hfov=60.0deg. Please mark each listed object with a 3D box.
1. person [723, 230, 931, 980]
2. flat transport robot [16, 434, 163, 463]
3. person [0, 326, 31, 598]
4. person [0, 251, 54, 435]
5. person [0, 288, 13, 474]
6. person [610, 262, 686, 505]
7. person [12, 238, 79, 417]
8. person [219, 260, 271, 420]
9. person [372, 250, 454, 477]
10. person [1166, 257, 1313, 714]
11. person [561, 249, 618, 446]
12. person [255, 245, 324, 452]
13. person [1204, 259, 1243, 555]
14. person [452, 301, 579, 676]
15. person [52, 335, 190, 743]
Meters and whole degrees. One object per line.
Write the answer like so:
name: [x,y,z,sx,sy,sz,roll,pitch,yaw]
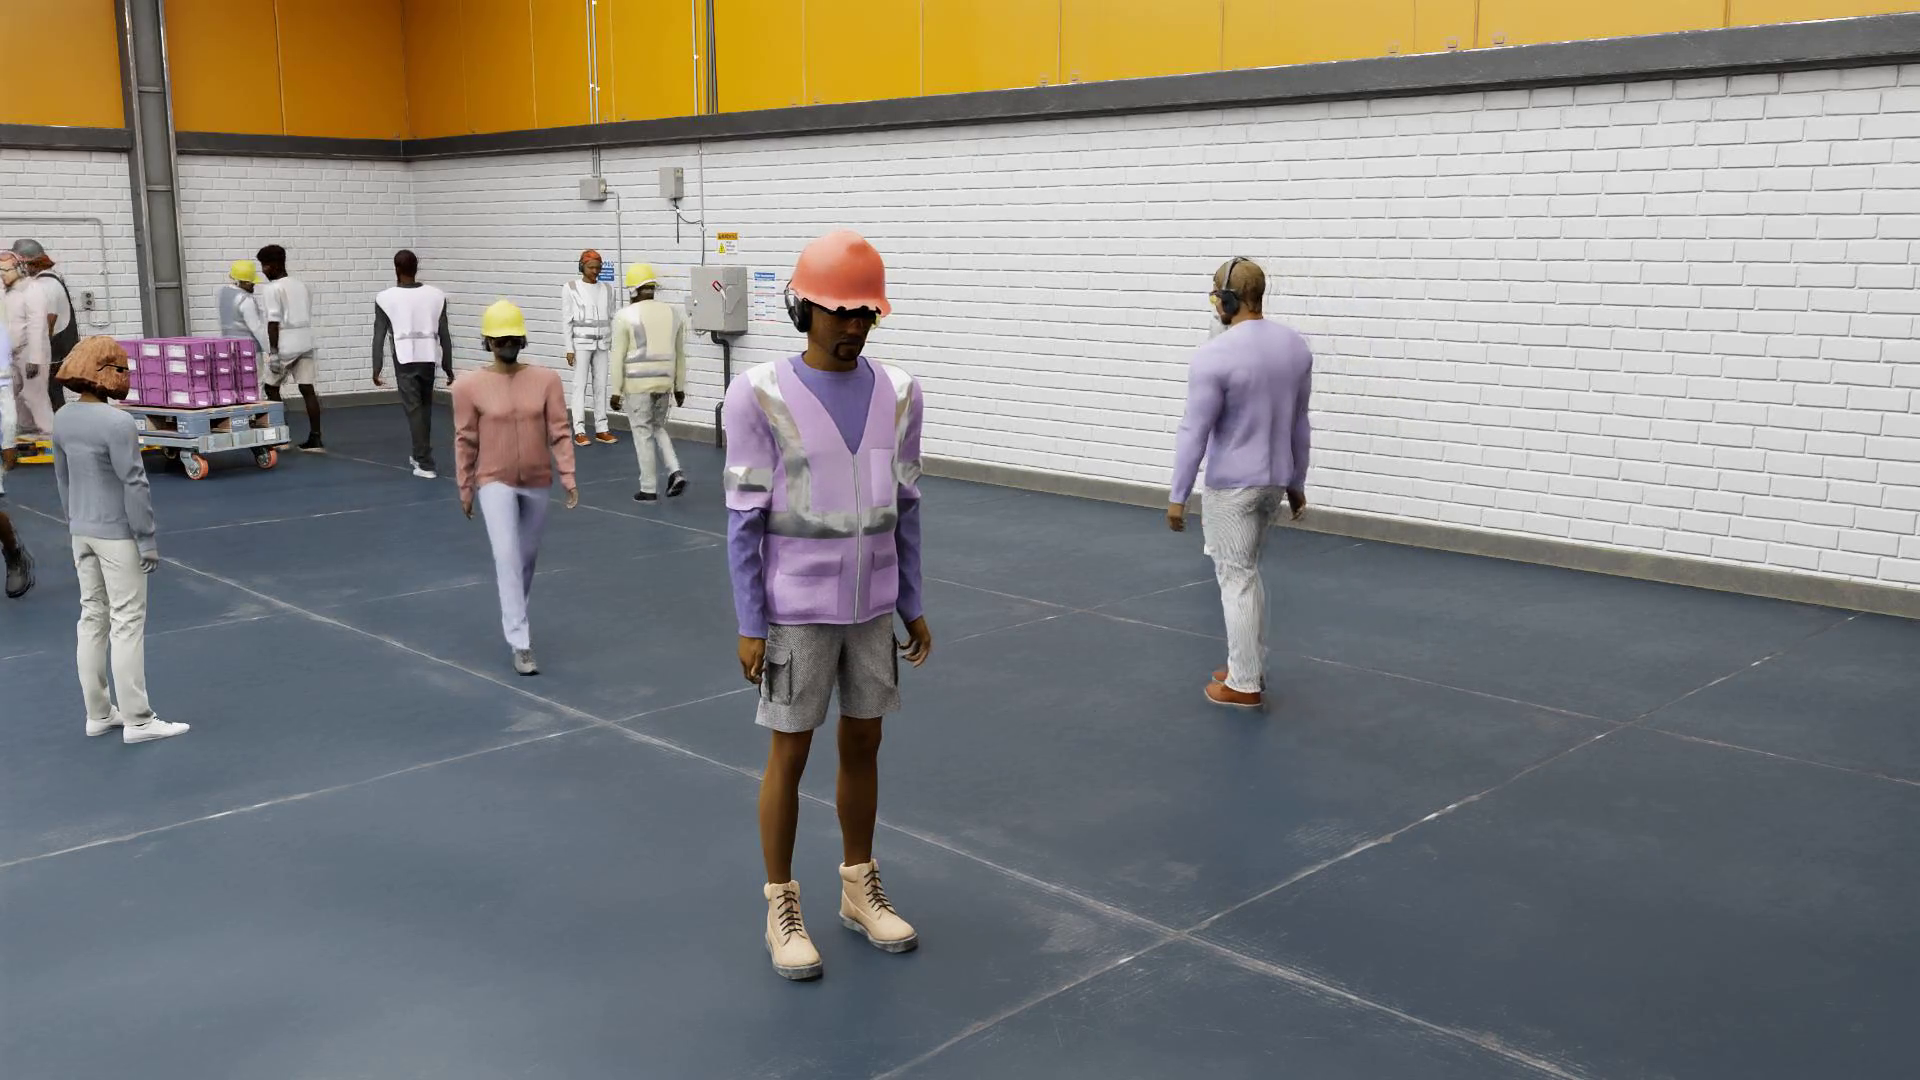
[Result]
person: [-0.339,0.178,4.591,0.605,2.036,0.383,-7,12,-33]
flat transport robot: [-7.948,-0.884,15.195,0.652,0.197,1.431,9,14,41]
person: [-5.353,-0.557,8.919,0.561,1.917,0.462,0,10,-1]
person: [-8.409,-1.644,14.936,0.677,1.883,0.439,6,12,31]
person: [-8.260,-1.473,13.888,0.633,1.972,0.545,-4,11,-21]
person: [-2.358,-1.167,12.508,0.409,1.819,0.592,9,14,41]
person: [-8.425,-1.794,15.328,0.545,2.000,0.716,-5,11,-23]
person: [-7.257,-1.942,16.894,0.696,1.775,0.442,8,13,38]
person: [-4.682,-1.494,14.097,0.628,1.885,0.865,-8,13,-39]
person: [1.135,-0.230,7.094,0.662,1.926,0.570,-8,13,-36]
person: [-3.571,-1.864,16.126,0.573,1.887,0.355,-10,14,-42]
person: [-6.312,-1.778,15.531,0.787,1.923,0.655,5,11,24]
person: [1.725,-0.823,10.528,0.329,1.862,0.514,4,11,20]
person: [-2.127,-0.277,7.940,0.526,1.725,0.891,-6,12,-31]
person: [-3.395,0.000,6.659,0.497,1.633,0.289,6,12,29]
